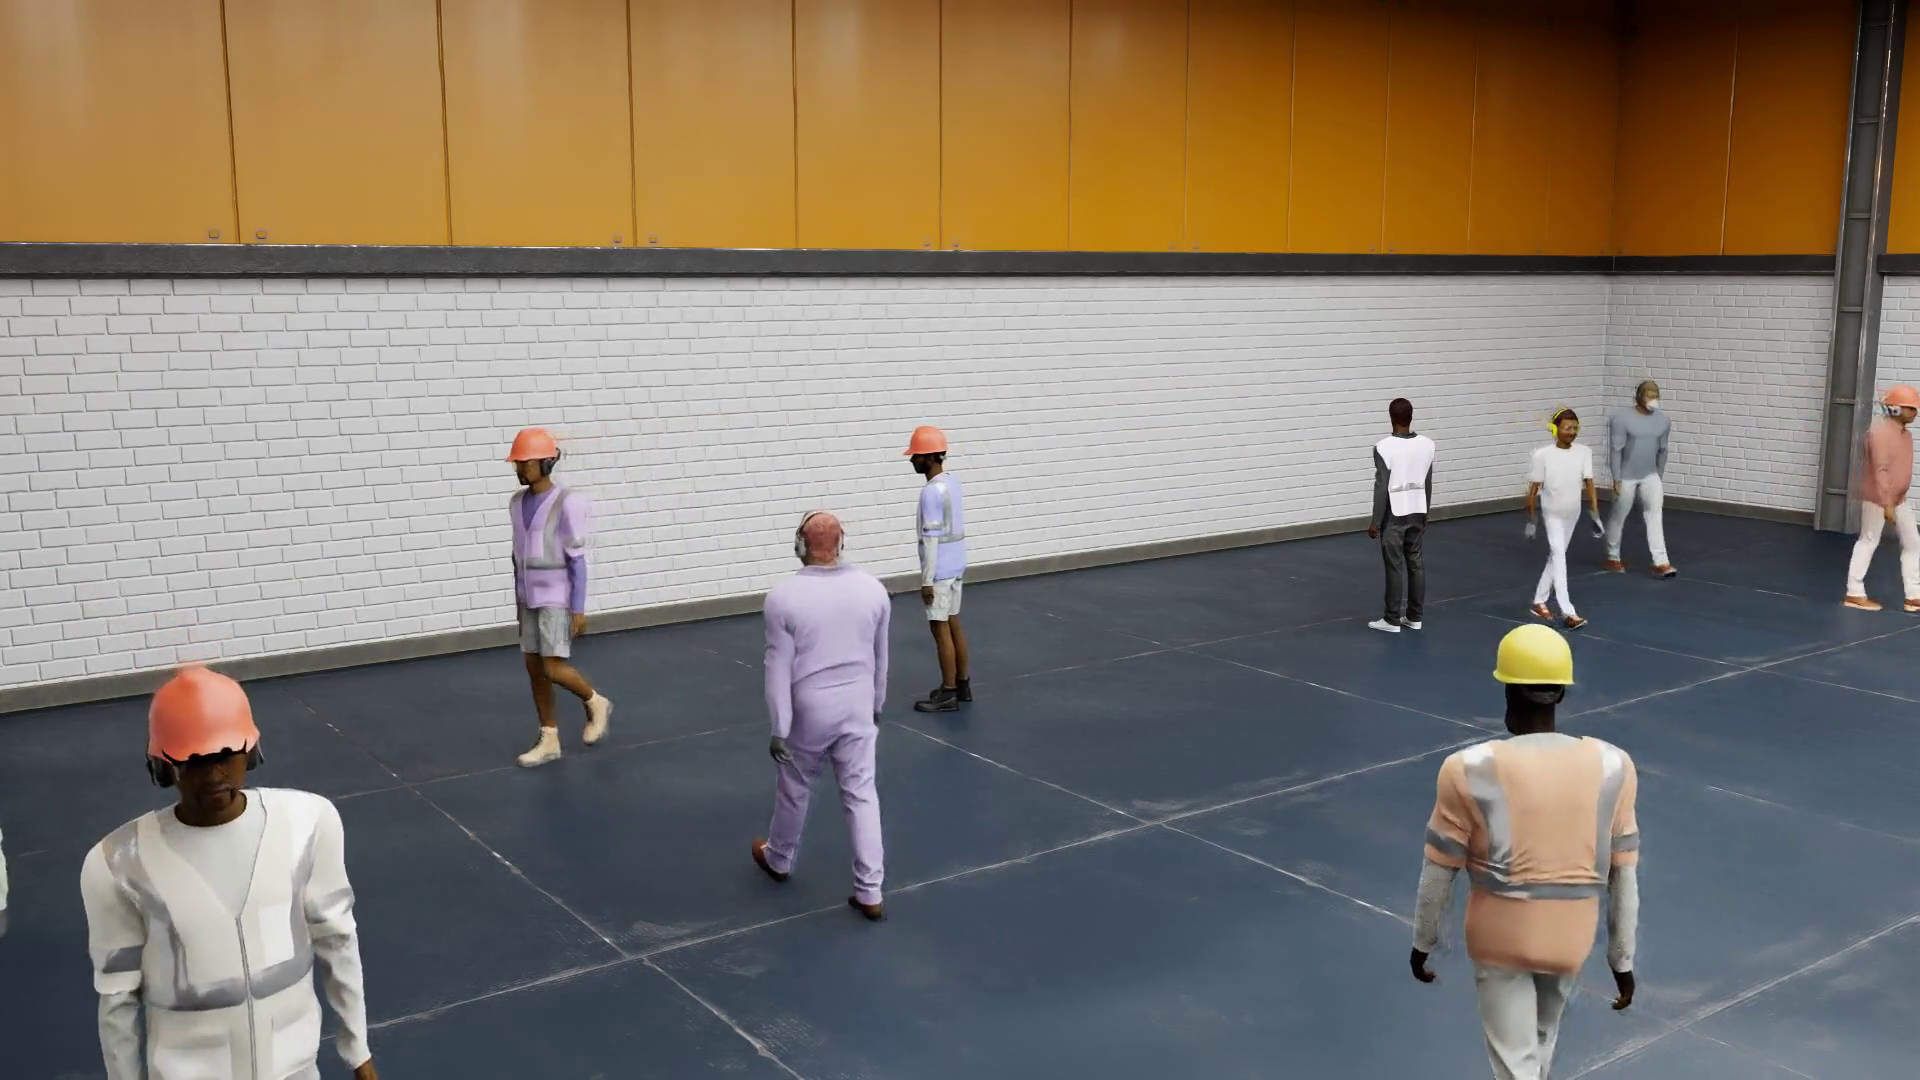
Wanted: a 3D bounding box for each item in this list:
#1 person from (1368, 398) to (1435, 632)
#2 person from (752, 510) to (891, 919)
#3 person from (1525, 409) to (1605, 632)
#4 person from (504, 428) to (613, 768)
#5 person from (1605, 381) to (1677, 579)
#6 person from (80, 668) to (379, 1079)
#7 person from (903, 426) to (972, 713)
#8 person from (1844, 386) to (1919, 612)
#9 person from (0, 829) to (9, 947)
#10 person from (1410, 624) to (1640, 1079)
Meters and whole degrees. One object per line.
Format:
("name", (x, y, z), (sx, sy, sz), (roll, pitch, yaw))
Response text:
("person", (3.608, -0.199, 13.596), (0.590, 1.916, 0.398), (-4, 10, -25))
("person", (-0.646, 0.776, 7.779), (0.658, 1.852, 0.969), (-5, 10, -26))
("person", (5.002, -0.175, 13.761), (0.513, 1.814, 1.016), (-2, 9, -10))
("person", (-2.426, 0.335, 9.934), (0.621, 2.032, 0.551), (7, 11, 35))
("person", (6.536, -0.567, 15.945), (0.656, 1.893, 0.984), (-1, 9, -5))
("person", (-1.864, 1.274, 4.235), (0.611, 2.011, 0.966), (-7, 12, -38))
("person", (-0.167, 0.195, 11.174), (0.428, 1.924, 0.558), (3, 10, 16))
("person", (8.076, -0.326, 14.253), (0.621, 1.964, 0.869), (-6, 11, -32))
("person", (-3.474, 1.267, 5.562), (0.523, 1.588, 0.866), (-5, 10, -28))
("person", (1.693, 1.181, 5.140), (0.617, 1.888, 0.898), (-1, 9, -5))
